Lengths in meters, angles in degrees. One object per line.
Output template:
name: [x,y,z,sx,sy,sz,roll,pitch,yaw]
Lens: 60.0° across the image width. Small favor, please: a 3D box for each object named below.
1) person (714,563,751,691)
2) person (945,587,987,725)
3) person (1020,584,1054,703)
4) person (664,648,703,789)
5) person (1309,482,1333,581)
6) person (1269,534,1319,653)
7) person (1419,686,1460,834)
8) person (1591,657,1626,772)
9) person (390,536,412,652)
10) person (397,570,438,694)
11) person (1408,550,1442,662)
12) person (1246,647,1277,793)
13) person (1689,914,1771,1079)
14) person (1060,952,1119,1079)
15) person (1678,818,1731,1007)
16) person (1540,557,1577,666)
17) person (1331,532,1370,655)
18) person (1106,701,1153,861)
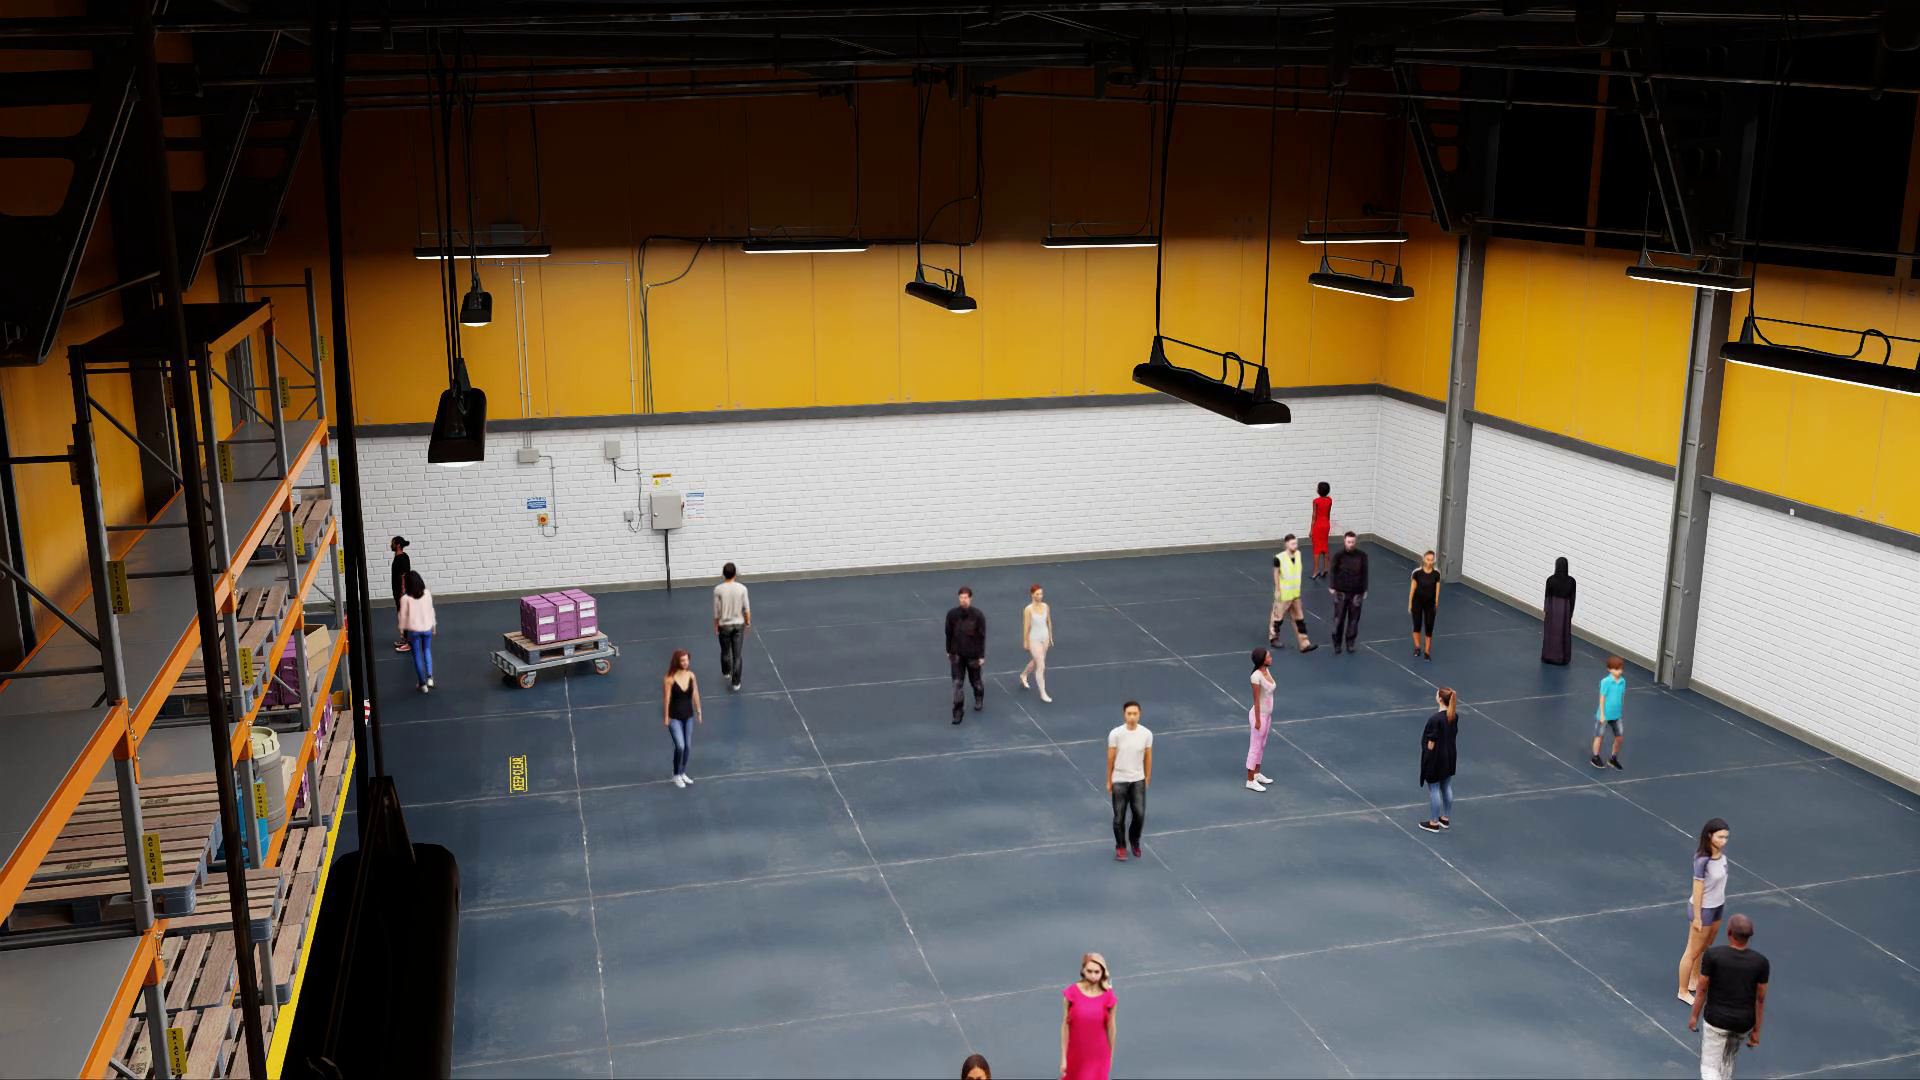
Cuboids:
person: [-3.202,1.240,23.378,0.719,1.780,1.040,-3,14,-11]
person: [0.113,1.507,22.226,1.076,1.804,1.296,3,14,11]
person: [1.035,1.400,23.078,0.795,1.610,1.118,-9,16,-34]
person: [-3.394,2.109,19.944,0.706,1.708,0.741,-12,18,-40]
person: [6.357,-0.175,29.302,0.619,1.742,0.568,-7,15,-28]
person: [4.916,0.793,25.173,0.843,1.805,1.113,-7,15,-27]
person: [5.388,2.441,18.621,0.698,1.684,0.666,-9,16,-32]
person: [7.967,2.112,20.513,0.549,1.433,0.632,-2,14,-9]
person: [-8.466,0.795,25.261,0.712,1.758,0.542,-5,15,-21]
person: [-7.521,1.295,23.194,0.752,1.760,0.722,-9,16,-34]
person: [6.929,0.944,24.883,0.827,1.646,0.943,4,14,17]
person: [3.585,2.114,19.861,0.719,1.736,0.648,7,15,26]
person: [5.949,3.783,12.874,0.970,1.782,1.223,2,14,10]
person: [0.968,3.883,12.625,0.818,1.703,0.998,2,14,9]
person: [6.694,3.313,14.922,0.653,1.731,0.635,-12,18,-40]
person: [8.847,1.036,24.575,0.706,1.614,0.739,4,14,16]
person: [5.866,0.768,25.092,0.826,1.891,0.854,1,14,4]
person: [1.797,2.559,17.911,0.708,1.790,0.667,0,14,-1]
